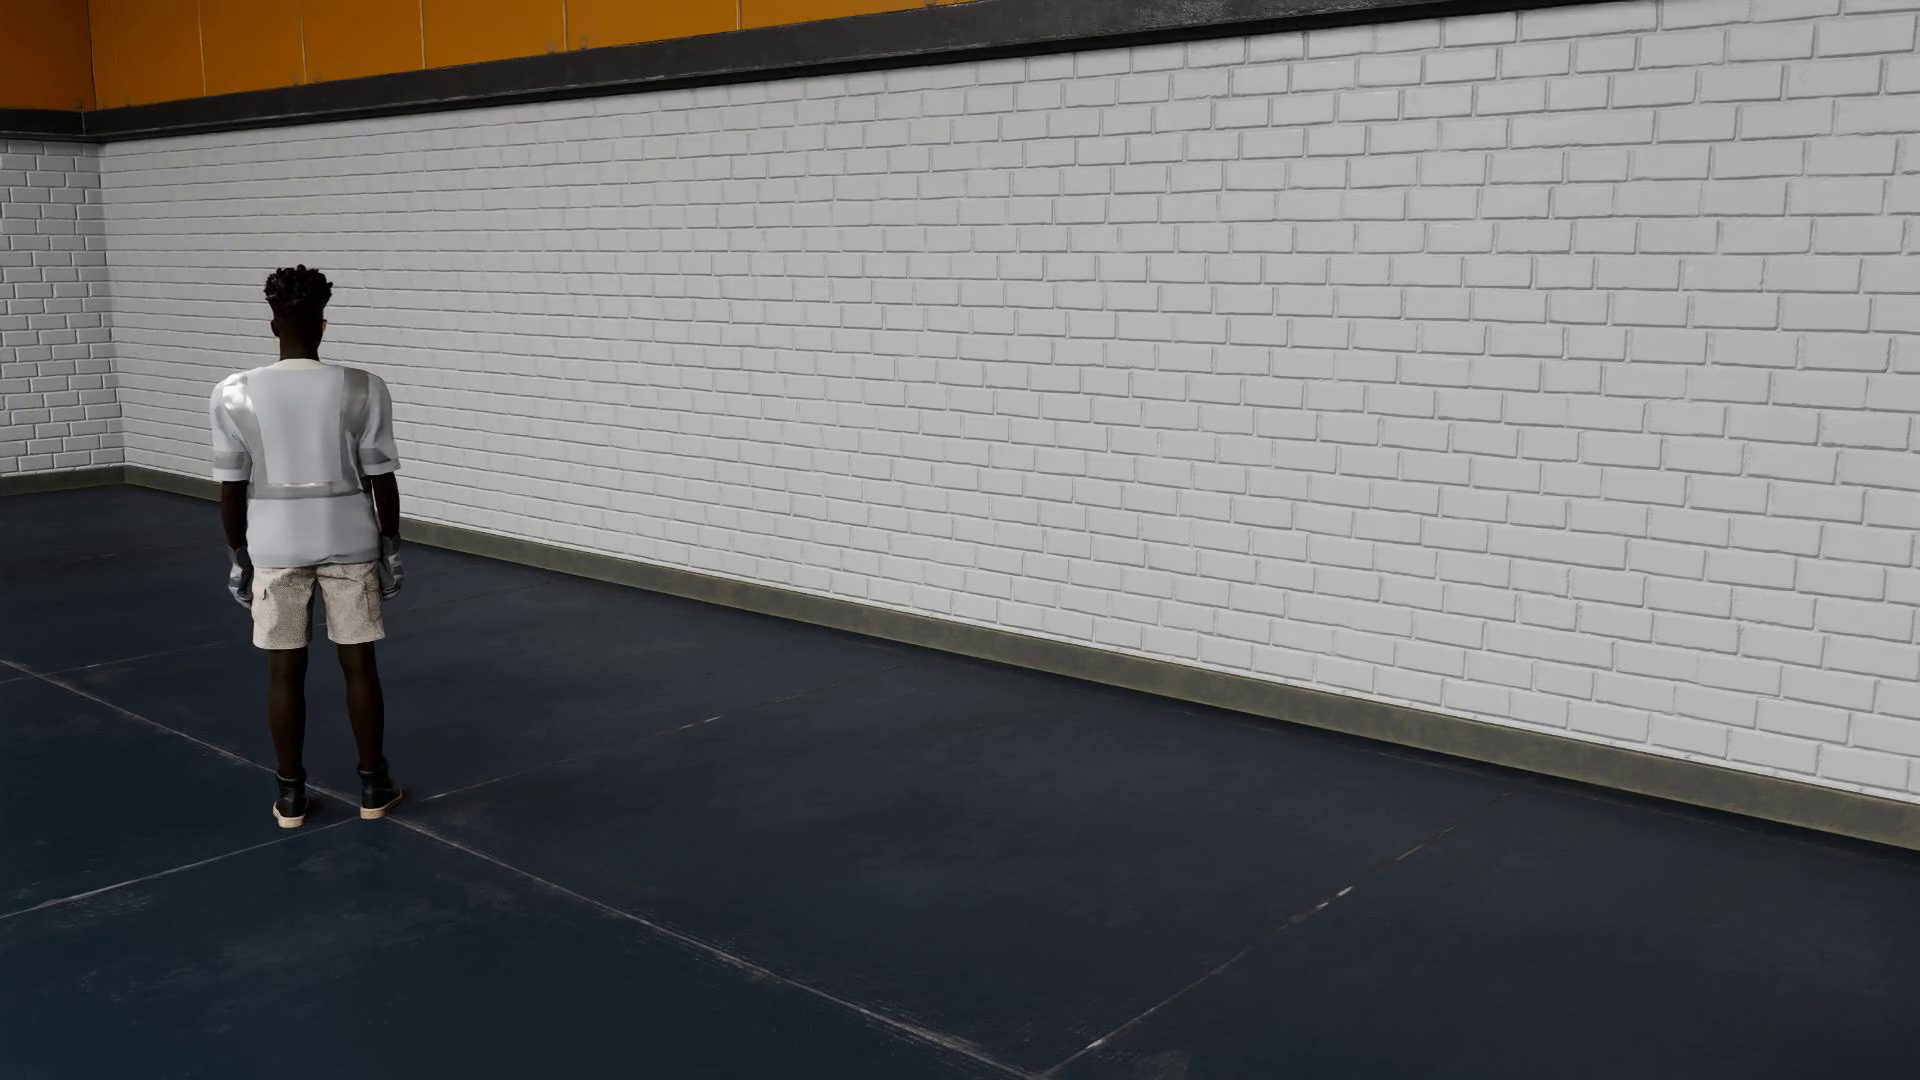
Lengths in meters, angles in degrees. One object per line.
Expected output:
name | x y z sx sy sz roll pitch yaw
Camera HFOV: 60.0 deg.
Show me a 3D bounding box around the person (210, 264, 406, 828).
person | -2.259 0.030 5.823 0.607 1.966 0.367 -3 10 -17
